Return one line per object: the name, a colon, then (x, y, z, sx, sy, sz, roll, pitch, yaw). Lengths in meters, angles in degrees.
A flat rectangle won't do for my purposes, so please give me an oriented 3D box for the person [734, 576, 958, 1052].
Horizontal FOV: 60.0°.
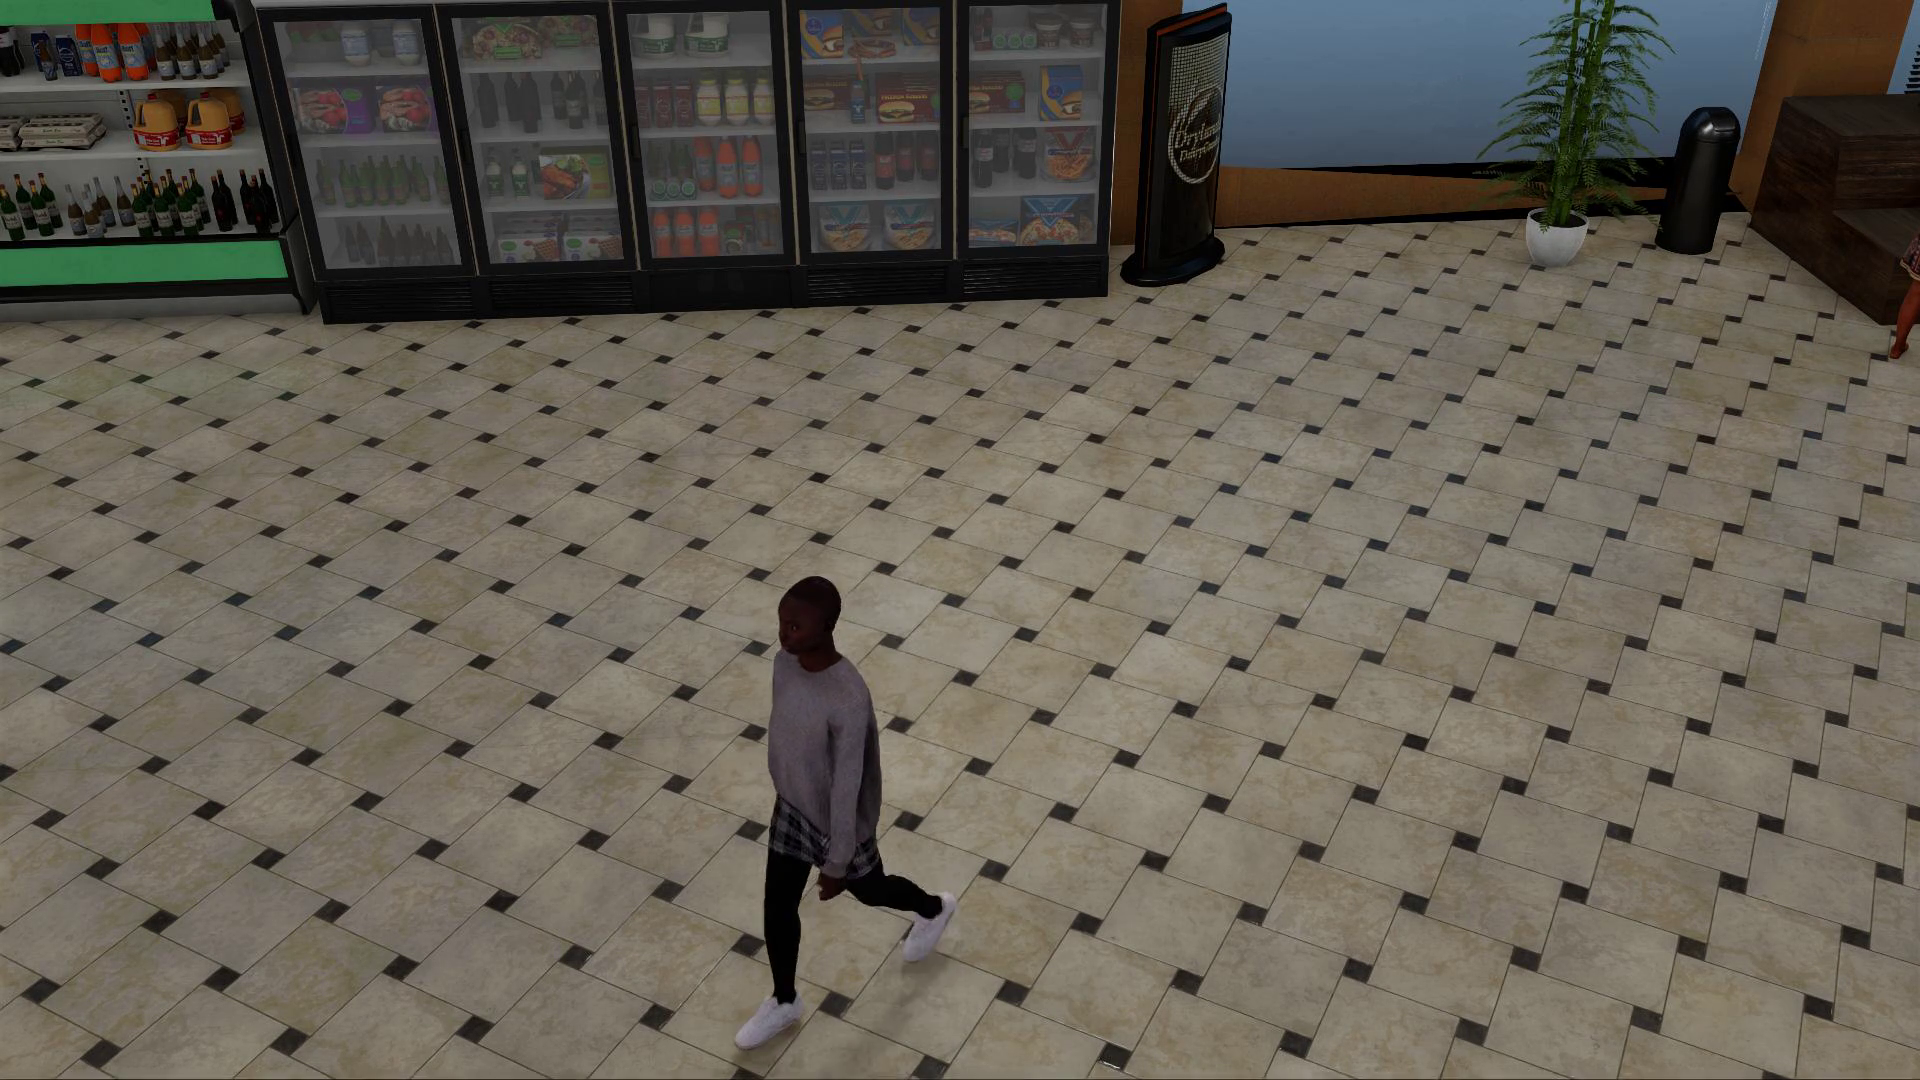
person: (-0.350, 0.870, 5.436, 1.214, 1.740, 1.085, -27, 41, -36)
